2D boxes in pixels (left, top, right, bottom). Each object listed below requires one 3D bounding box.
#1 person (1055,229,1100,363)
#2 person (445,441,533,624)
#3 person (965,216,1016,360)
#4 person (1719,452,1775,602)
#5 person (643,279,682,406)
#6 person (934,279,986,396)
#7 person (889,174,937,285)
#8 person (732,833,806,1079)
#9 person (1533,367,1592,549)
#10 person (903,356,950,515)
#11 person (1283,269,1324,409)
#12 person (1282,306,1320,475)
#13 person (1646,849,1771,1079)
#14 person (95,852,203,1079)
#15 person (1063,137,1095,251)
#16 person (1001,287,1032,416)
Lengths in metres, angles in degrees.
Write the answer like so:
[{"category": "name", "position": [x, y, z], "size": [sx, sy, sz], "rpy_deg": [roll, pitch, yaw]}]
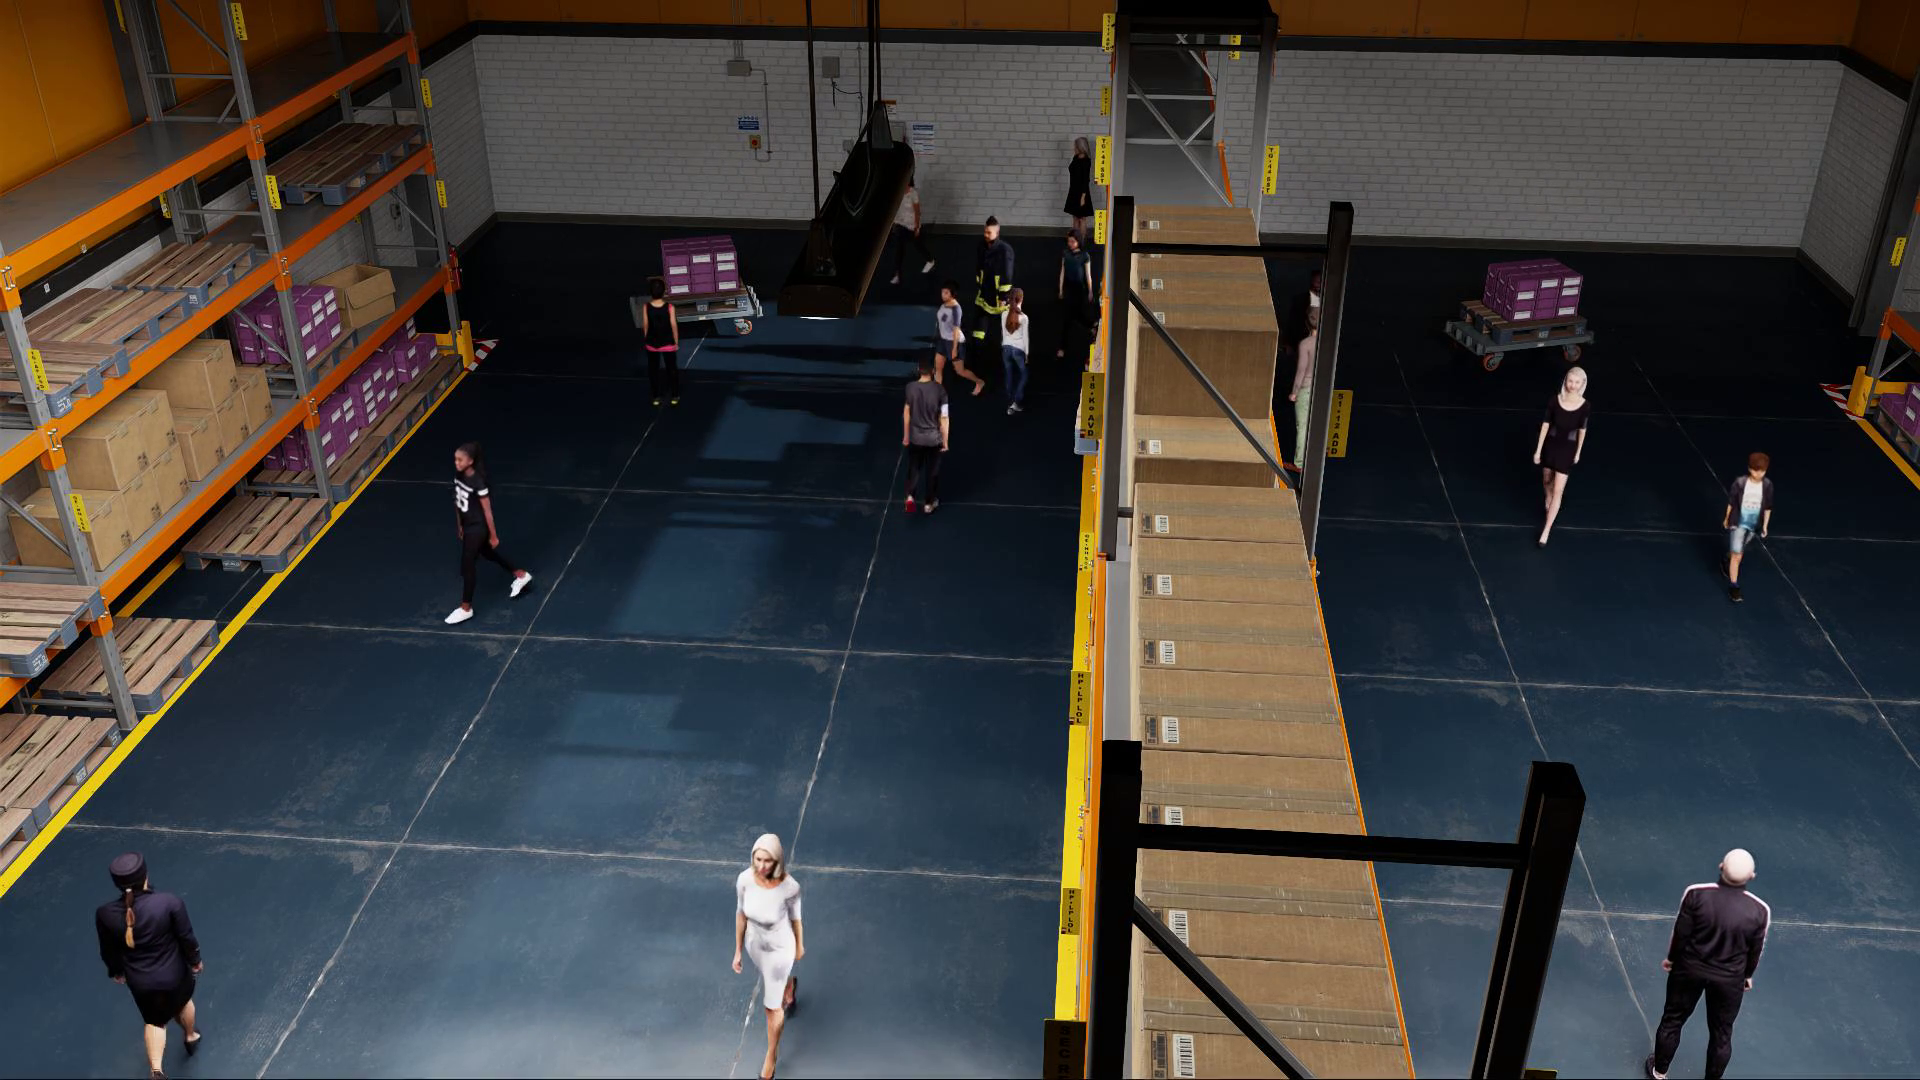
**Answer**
[{"category": "person", "position": [1.496, -3.093, 20.836], "size": [0.952, 1.691, 1.121], "rpy_deg": [23, 36, 36]}, {"category": "person", "position": [-4.392, -0.114, 15.376], "size": [1.219, 1.691, 1.111], "rpy_deg": [-25, 37, -38]}, {"category": "person", "position": [0.506, -3.162, 20.823], "size": [1.049, 1.826, 1.227], "rpy_deg": [15, 32, 26]}, {"category": "person", "position": [7.456, -0.191, 15.814], "size": [0.549, 1.406, 0.987], "rpy_deg": [2, 29, 3]}, {"category": "person", "position": [-3.548, -2.327, 19.581], "size": [0.575, 1.549, 0.572], "rpy_deg": [-1, 29, -2]}, {"category": "person", "position": [-0.030, -2.336, 19.618], "size": [0.935, 1.529, 1.001], "rpy_deg": [-13, 31, -22]}, {"category": "person", "position": [-0.659, -4.437, 23.392], "size": [0.983, 1.604, 1.197], "rpy_deg": [21, 35, 33]}, {"category": "person", "position": [-1.182, 2.520, 10.529], "size": [0.750, 1.709, 1.151], "rpy_deg": [9, 30, 16]}, {"category": "person", "position": [6.015, -0.899, 16.716], "size": [0.853, 1.786, 1.236], "rpy_deg": [11, 31, 20]}, {"category": "person", "position": [-0.384, -1.006, 16.950], "size": [0.755, 1.750, 0.929], "rpy_deg": [8, 30, 15]}, {"category": "person", "position": [3.983, -2.318, 19.329], "size": [0.929, 1.774, 1.068], "rpy_deg": [-9, 30, -16]}, {"category": "person", "position": [3.799, -1.615, 17.945], "size": [0.778, 1.866, 0.806], "rpy_deg": [-16, 32, -27]}, {"category": "person", "position": [4.570, 2.653, 10.152], "size": [0.749, 1.836, 0.703], "rpy_deg": [12, 31, 21]}, {"category": "person", "position": [-4.965, 2.710, 10.242], "size": [0.918, 1.650, 1.104], "rpy_deg": [-8, 30, -14]}, {"category": "person", "position": [1.738, -5.042, 24.351], "size": [0.755, 1.748, 0.664], "rpy_deg": [-14, 31, -23]}, {"category": "person", "position": [0.597, -2.151, 19.263], "size": [0.605, 1.545, 0.681], "rpy_deg": [12, 31, 20]}]
